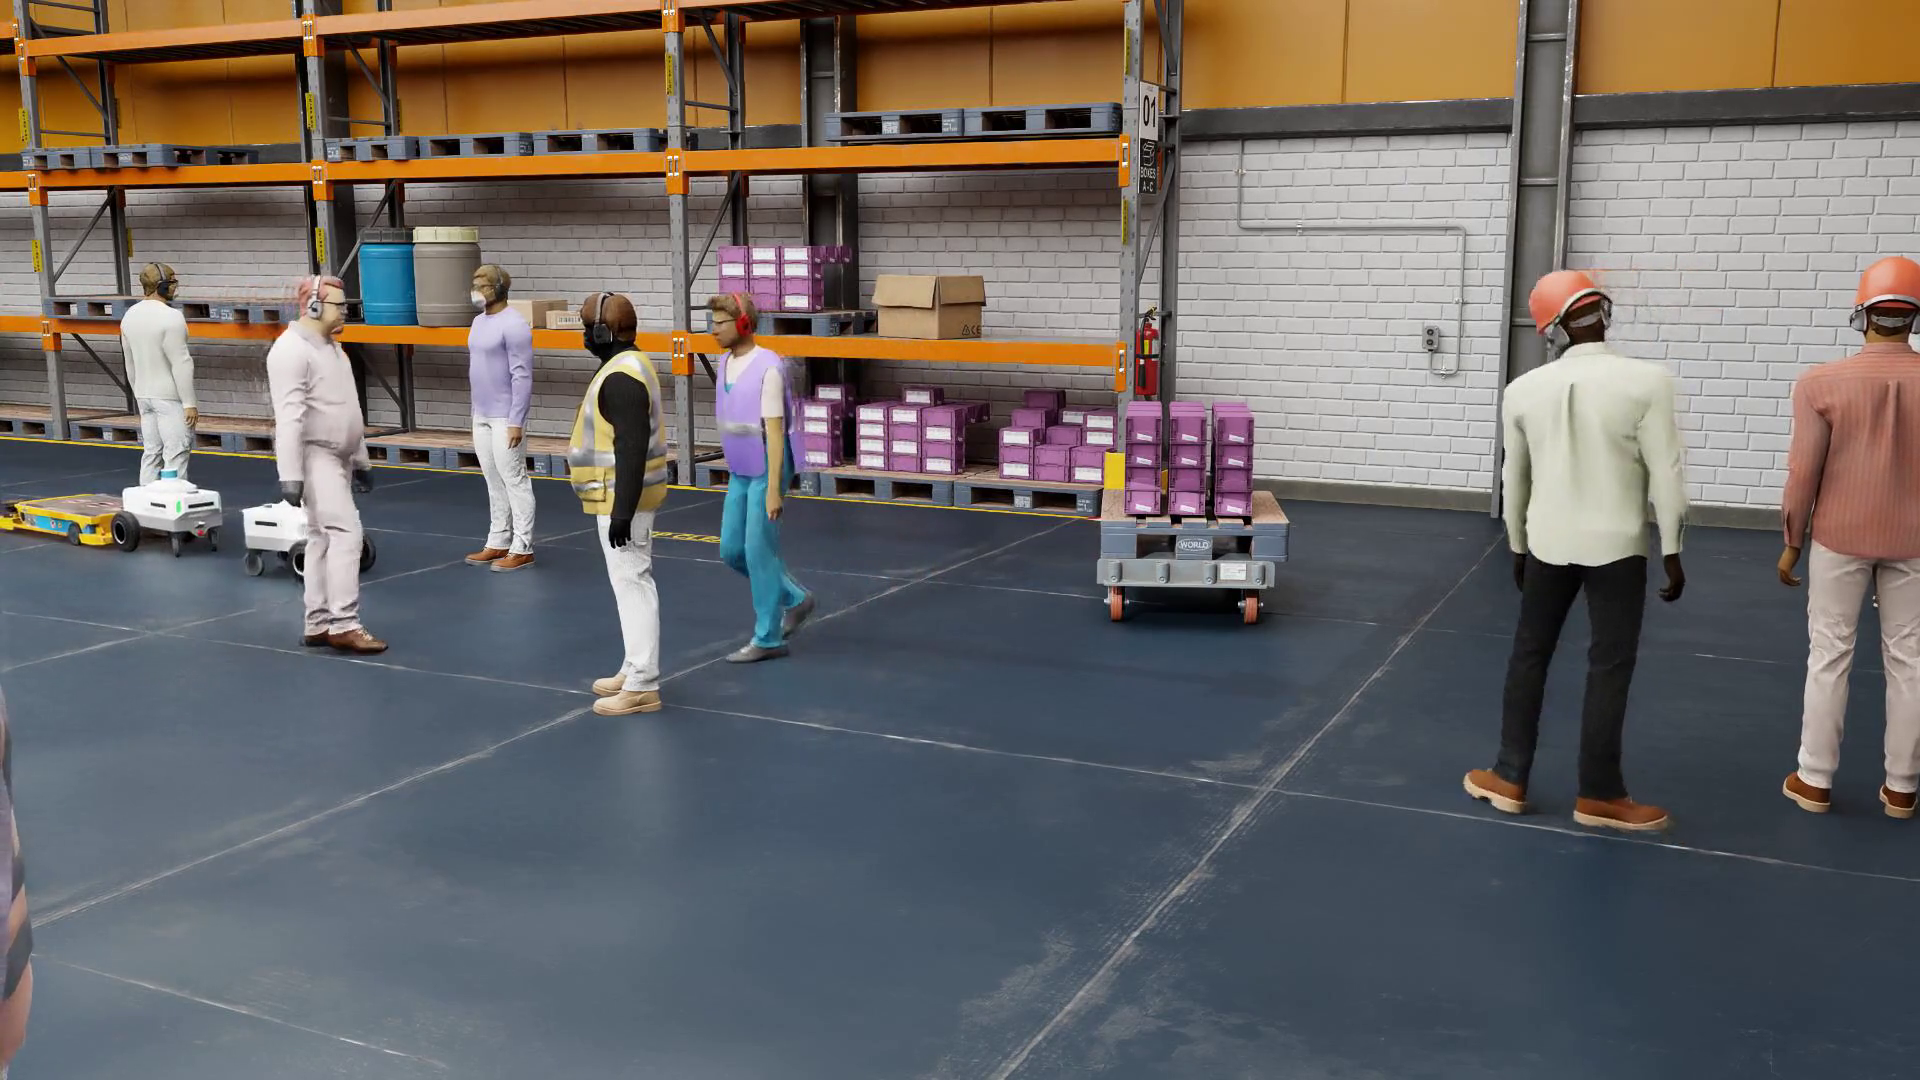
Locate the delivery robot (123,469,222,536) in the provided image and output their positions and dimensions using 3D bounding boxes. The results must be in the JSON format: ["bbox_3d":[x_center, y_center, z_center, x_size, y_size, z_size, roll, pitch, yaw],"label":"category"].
[{"bbox_3d":[-5.276,-0.235,11.140,0.707,0.478,0.477,7,12,34],"label":"delivery robot"}]

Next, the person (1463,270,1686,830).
[{"bbox_3d":[2.194,0.042,5.852,0.384,1.950,0.710,-9,13,-42],"label":"person"}]

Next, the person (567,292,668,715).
[{"bbox_3d":[-1.495,-0.159,7.300,0.429,1.839,0.630,-2,10,-10],"label":"person"}]

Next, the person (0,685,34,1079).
[{"bbox_3d":[-1.511,0.716,2.281,0.624,1.844,0.430,9,13,41],"label":"person"}]

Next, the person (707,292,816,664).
[{"bbox_3d":[-0.975,-0.308,8.192,0.510,1.820,0.605,-8,13,-38],"label":"person"}]

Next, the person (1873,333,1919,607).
[{"bbox_3d":[5.390,-0.532,9.360,0.314,1.864,0.535,6,12,31],"label":"person"}]

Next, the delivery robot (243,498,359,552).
[{"bbox_3d":[-4.079,-0.089,10.302,0.707,0.478,0.477,4,11,23],"label":"delivery robot"}]

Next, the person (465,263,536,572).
[{"bbox_3d":[-2.918,-0.772,10.524,0.372,1.940,0.632,-9,14,-43],"label":"person"}]

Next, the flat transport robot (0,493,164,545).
[{"bbox_3d":[-6.146,-0.163,11.806,1.431,0.197,0.652,7,12,34],"label":"flat transport robot"}]

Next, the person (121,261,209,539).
[{"bbox_3d":[-5.546,-0.962,11.611,0.627,1.940,0.371,6,11,30],"label":"person"}]

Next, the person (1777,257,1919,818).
[{"bbox_3d":[3.256,0.000,5.938,0.610,1.996,0.378,3,10,17],"label":"person"}]

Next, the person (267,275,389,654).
[{"bbox_3d":[-3.084,-0.375,8.361,0.608,1.891,0.681,0,10,-2],"label":"person"}]
